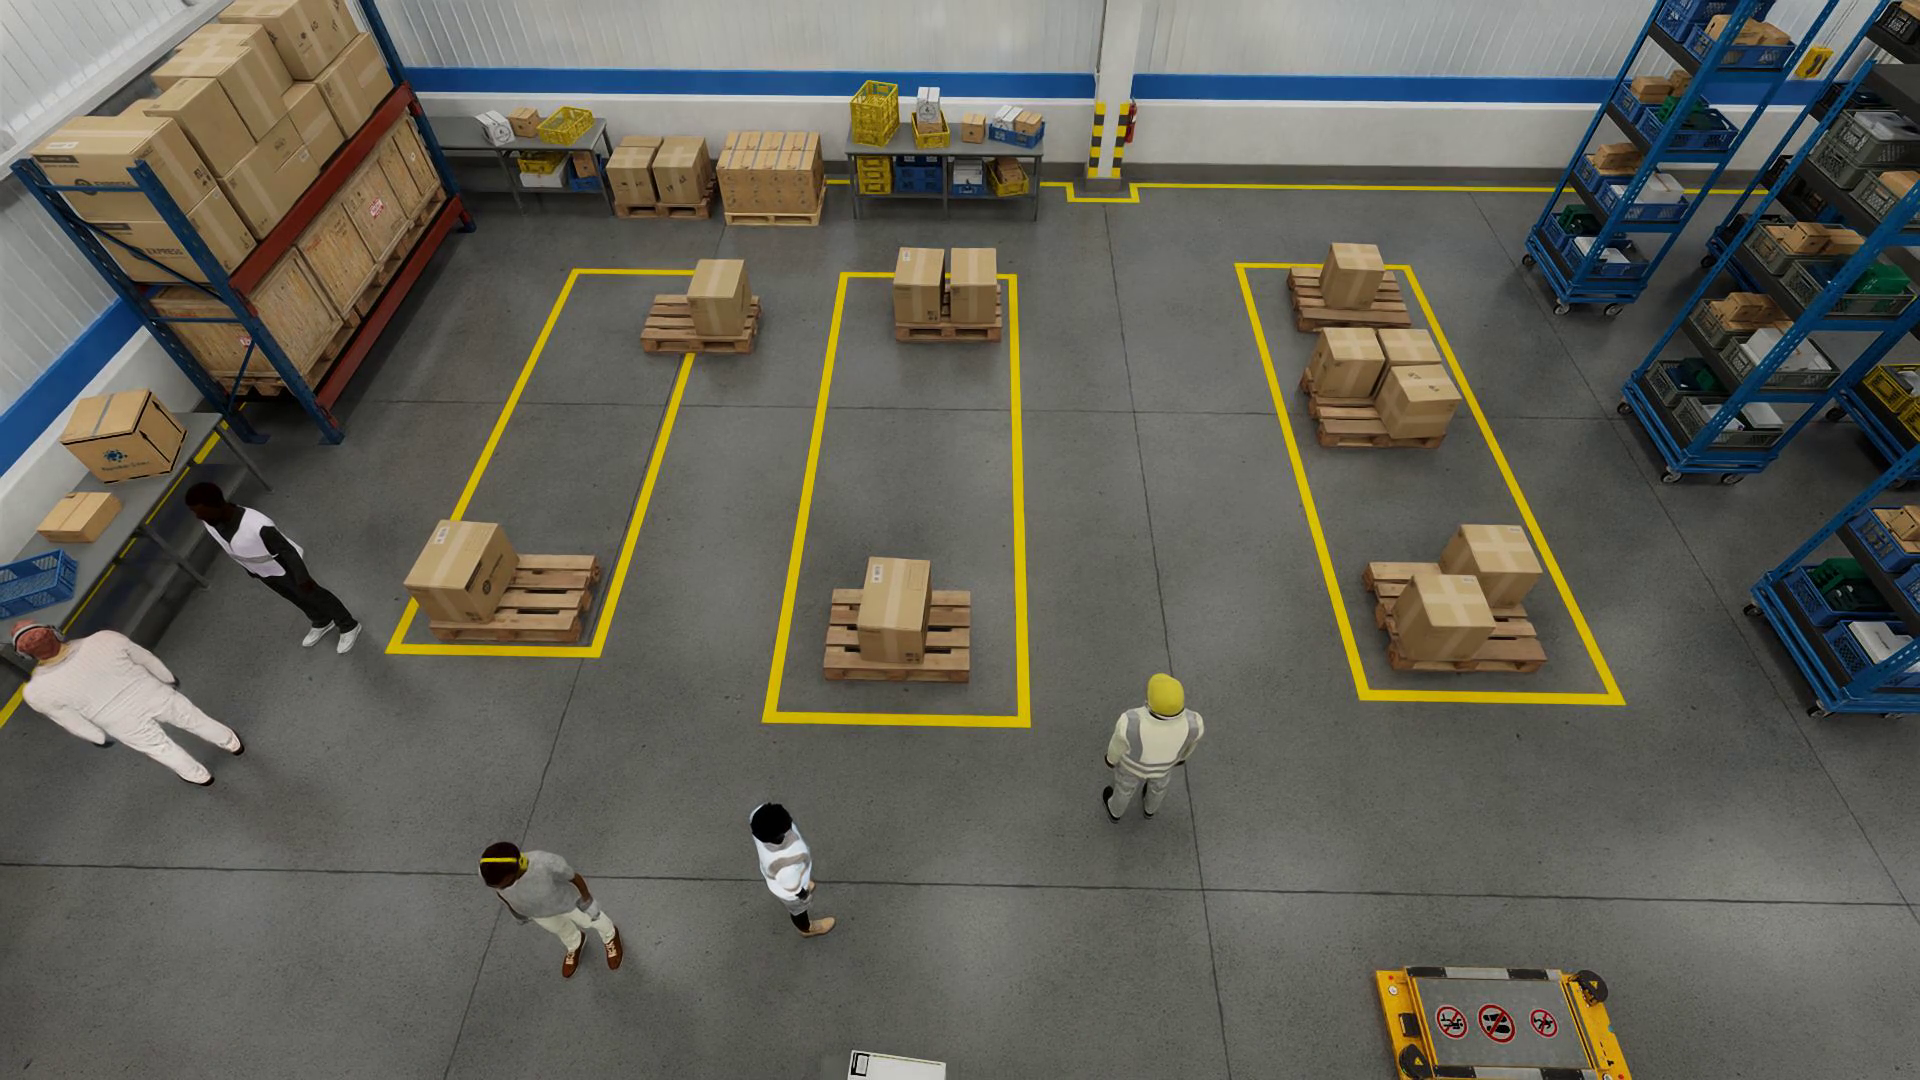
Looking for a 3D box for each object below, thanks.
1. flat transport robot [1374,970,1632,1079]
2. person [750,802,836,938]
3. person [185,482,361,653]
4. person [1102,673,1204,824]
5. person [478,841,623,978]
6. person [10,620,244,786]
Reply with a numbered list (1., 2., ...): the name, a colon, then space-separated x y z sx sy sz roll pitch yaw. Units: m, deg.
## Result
1. flat transport robot: 3.501 3.133 5.914 1.431 0.197 0.652 1 51 1
2. person: -1.091 2.097 5.845 0.319 1.697 0.532 -25 55 -19
3. person: -5.400 0.213 7.240 0.591 1.919 0.392 11 52 9
4. person: 1.285 1.453 6.280 0.592 1.837 0.404 -3 51 -2
5. person: -2.492 2.253 5.612 0.517 1.865 0.328 -6 51 -5
6. person: -5.880 1.156 6.478 0.402 1.911 0.639 23 54 17
